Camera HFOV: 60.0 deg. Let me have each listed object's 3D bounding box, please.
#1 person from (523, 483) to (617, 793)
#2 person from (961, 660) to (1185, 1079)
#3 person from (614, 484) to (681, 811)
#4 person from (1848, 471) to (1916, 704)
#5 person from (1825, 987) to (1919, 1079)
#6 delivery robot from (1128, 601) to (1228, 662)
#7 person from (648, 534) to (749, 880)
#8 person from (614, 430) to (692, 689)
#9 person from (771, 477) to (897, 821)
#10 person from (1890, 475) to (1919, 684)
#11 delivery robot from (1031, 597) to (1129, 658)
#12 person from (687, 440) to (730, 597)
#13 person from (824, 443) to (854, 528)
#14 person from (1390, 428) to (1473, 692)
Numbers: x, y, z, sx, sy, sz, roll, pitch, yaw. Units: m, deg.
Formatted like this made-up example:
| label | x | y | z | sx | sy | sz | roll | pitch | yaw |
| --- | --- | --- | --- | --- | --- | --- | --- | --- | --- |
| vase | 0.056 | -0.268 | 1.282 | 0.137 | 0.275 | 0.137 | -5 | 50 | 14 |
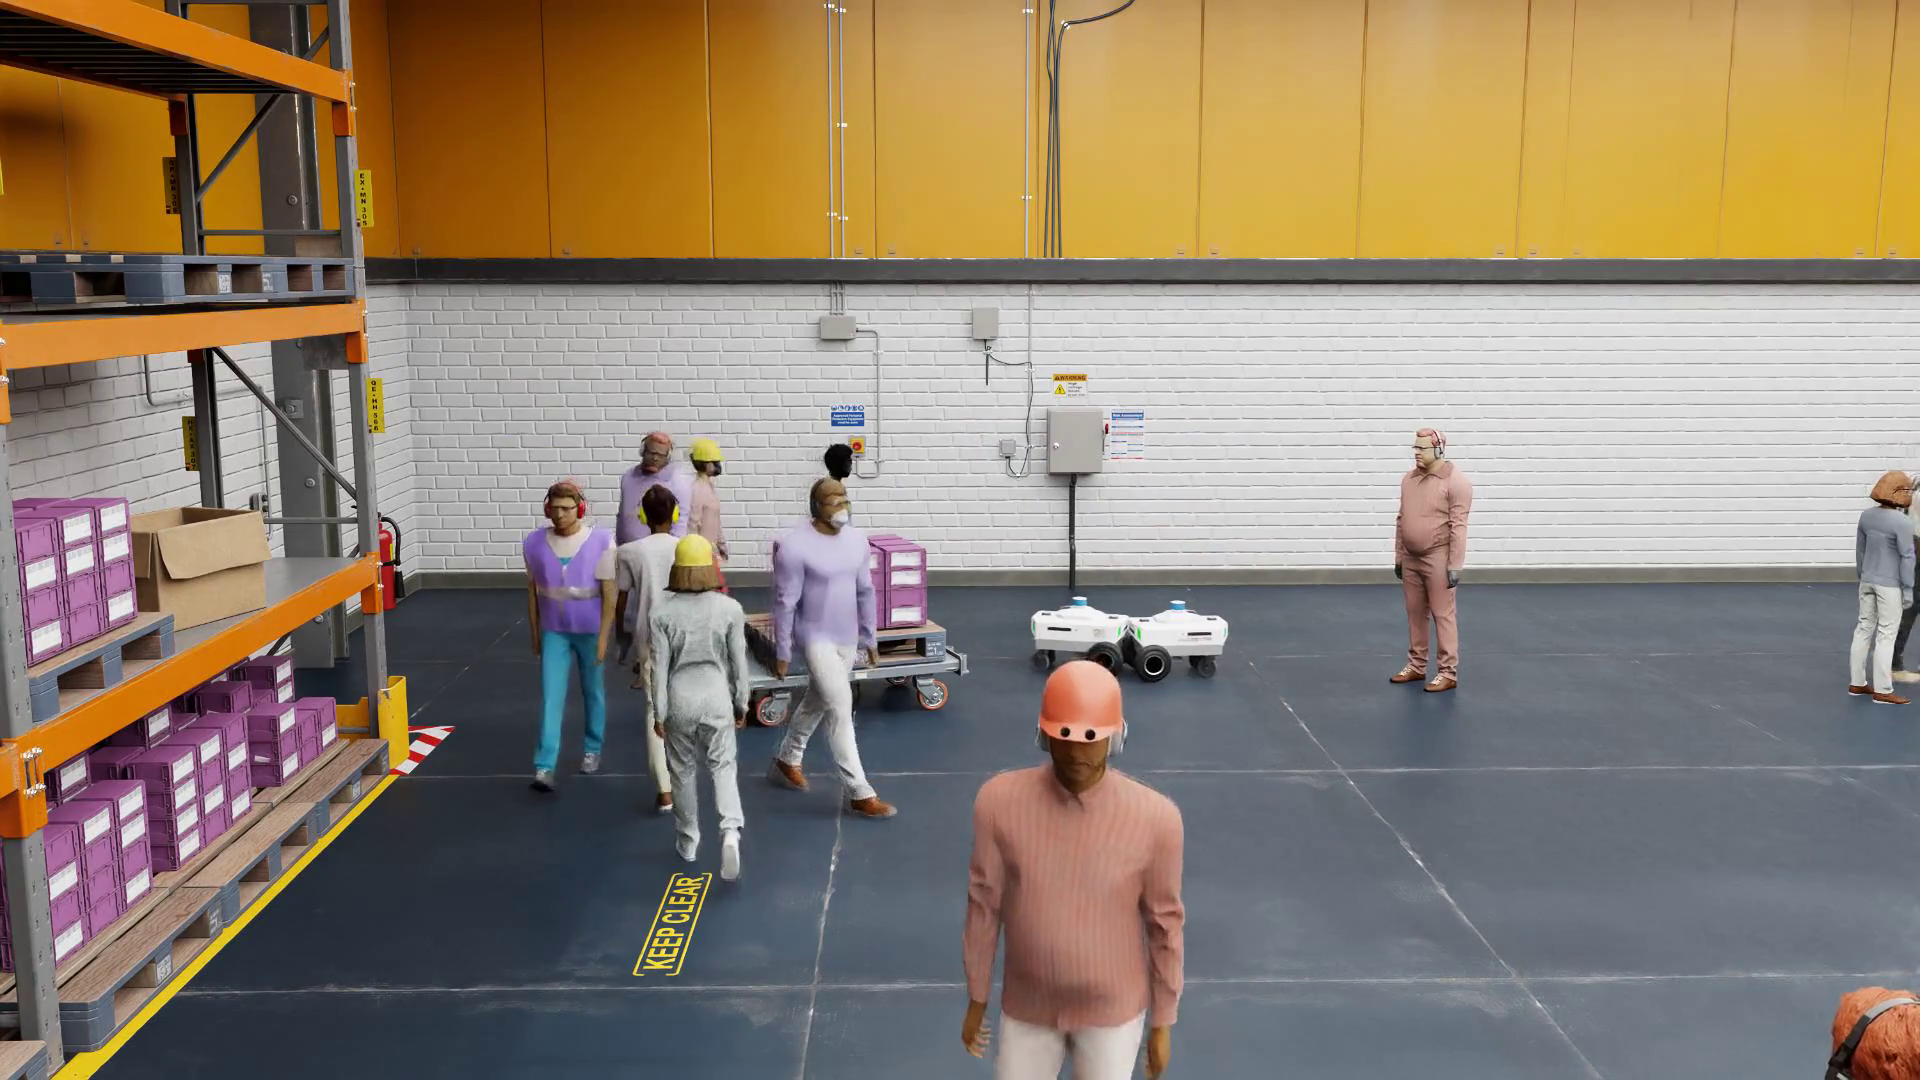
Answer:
| label | x | y | z | sx | sy | sz | roll | pitch | yaw |
| --- | --- | --- | --- | --- | --- | --- | --- | --- | --- |
| person | -2.282 | 0.566 | 9.693 | 0.562 | 1.792 | 0.993 | 0 | 9 | 0 |
| person | 0.328 | 1.284 | 4.736 | 0.632 | 1.979 | 0.611 | 2 | 10 | 14 |
| person | -1.719 | 0.591 | 9.542 | 0.541 | 1.807 | 1.006 | -2 | 9 | -12 |
| person | 6.487 | 0.327 | 11.664 | 0.281 | 1.633 | 0.500 | -2 | 9 | -12 |
| person | 1.501 | 1.657 | 2.752 | 0.579 | 1.880 | 0.342 | -2 | 9 | -12 |
| delivery robot | 1.627 | 0.697 | 12.407 | 0.707 | 0.478 | 0.477 | -1 | 9 | -6 |
| person | -1.295 | 0.832 | 8.318 | 0.491 | 1.721 | 0.737 | -3 | 10 | -17 |
| person | -2.269 | 0.139 | 12.098 | 0.669 | 1.883 | 0.430 | 6 | 11 | 33 |
| person | -0.757 | 0.573 | 9.384 | 1.047 | 1.891 | 0.641 | 8 | 12 | 41 |
| person | 7.098 | 0.167 | 12.068 | 0.710 | 1.817 | 0.502 | 3 | 10 | 20 |
| delivery robot | 0.901 | 0.674 | 12.547 | 0.707 | 0.478 | 0.477 | 2 | 9 | 15 |
| person | -1.877 | 0.088 | 12.830 | 0.877 | 1.717 | 0.547 | 0 | 9 | 2 |
| person | -1.051 | 0.064 | 13.133 | 0.505 | 1.676 | 0.545 | -1 | 9 | -7 |
| person | 3.378 | 0.138 | 12.031 | 0.402 | 1.901 | 0.647 | -5 | 11 | -29 |
